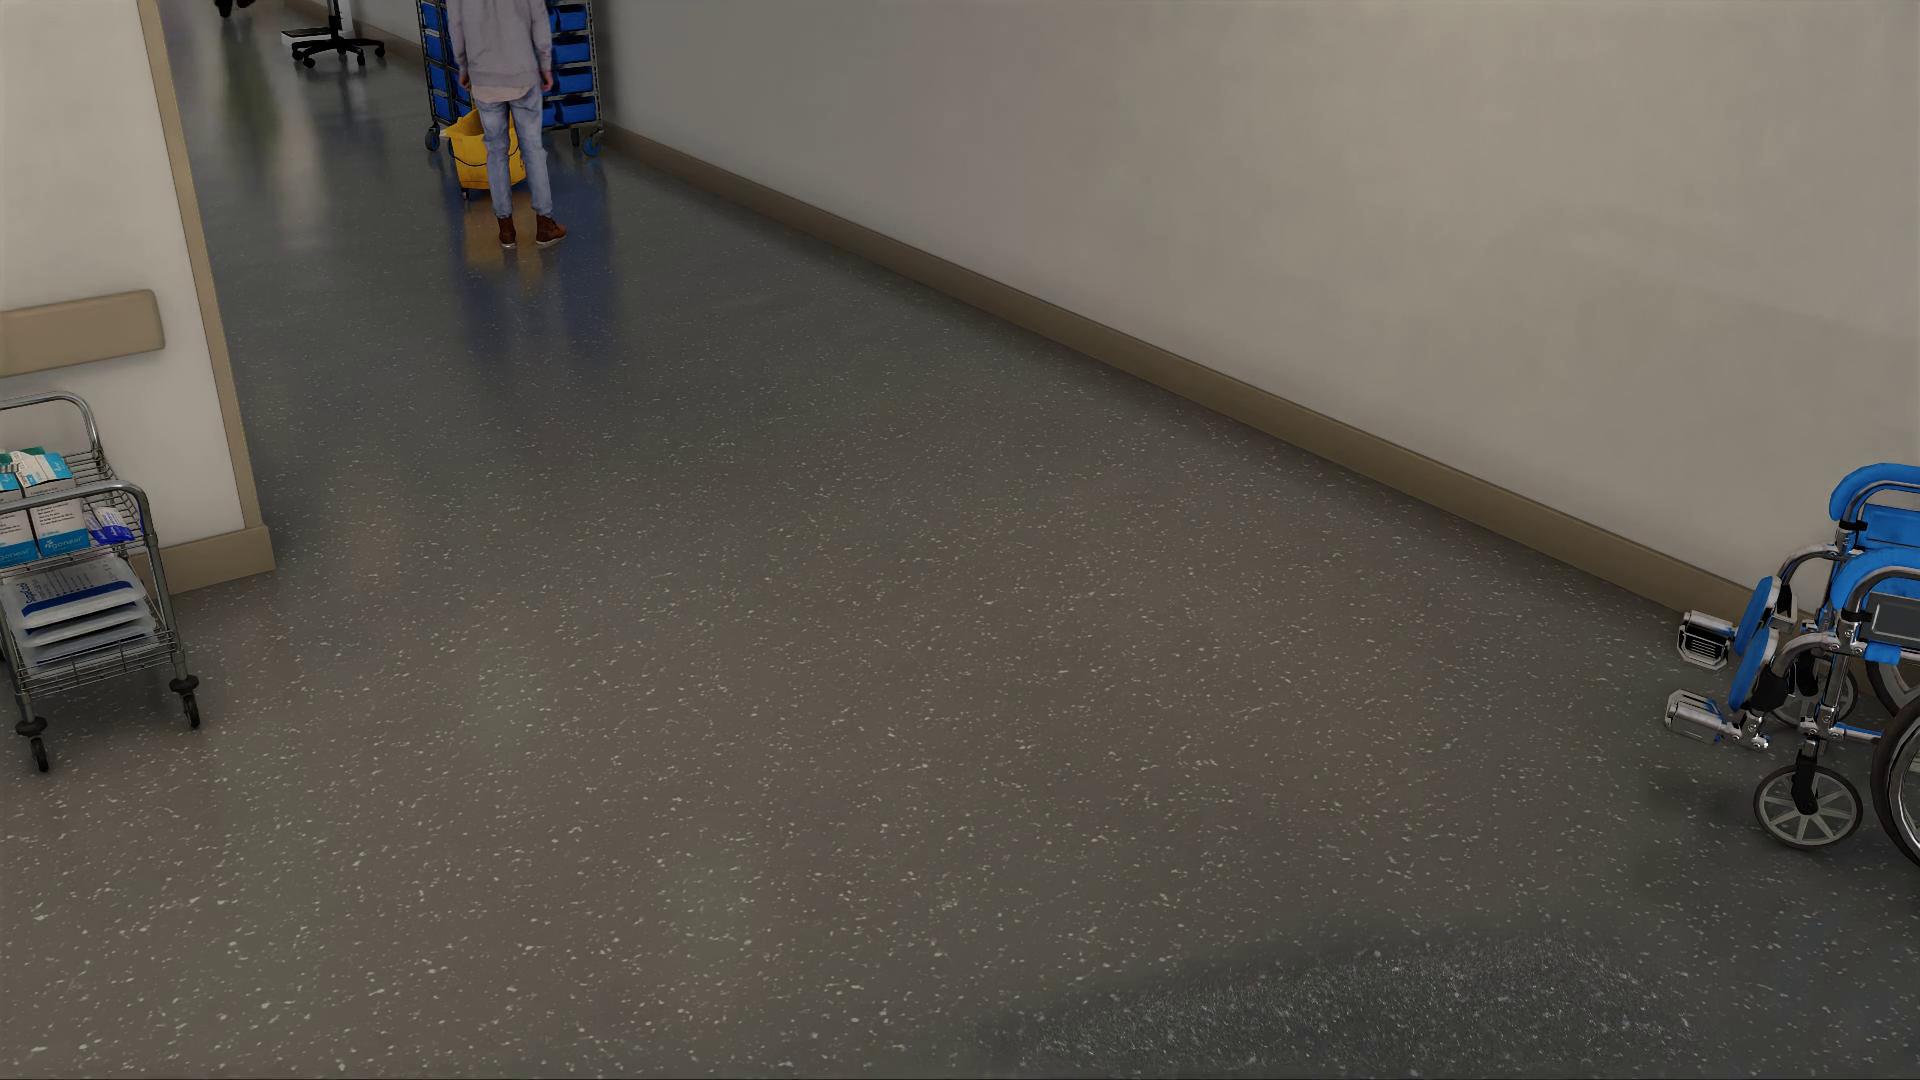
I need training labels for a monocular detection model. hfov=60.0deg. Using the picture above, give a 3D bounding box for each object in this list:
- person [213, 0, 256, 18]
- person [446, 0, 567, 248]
[{"bbox_3d":[-7.234,-6.060,16.133,1.098,1.885,1.087,-7,27,-13],"label":"person"},{"bbox_3d":[-2.395,-2.478,8.757,0.707,1.840,0.823,-1,26,-2],"label":"person"}]
